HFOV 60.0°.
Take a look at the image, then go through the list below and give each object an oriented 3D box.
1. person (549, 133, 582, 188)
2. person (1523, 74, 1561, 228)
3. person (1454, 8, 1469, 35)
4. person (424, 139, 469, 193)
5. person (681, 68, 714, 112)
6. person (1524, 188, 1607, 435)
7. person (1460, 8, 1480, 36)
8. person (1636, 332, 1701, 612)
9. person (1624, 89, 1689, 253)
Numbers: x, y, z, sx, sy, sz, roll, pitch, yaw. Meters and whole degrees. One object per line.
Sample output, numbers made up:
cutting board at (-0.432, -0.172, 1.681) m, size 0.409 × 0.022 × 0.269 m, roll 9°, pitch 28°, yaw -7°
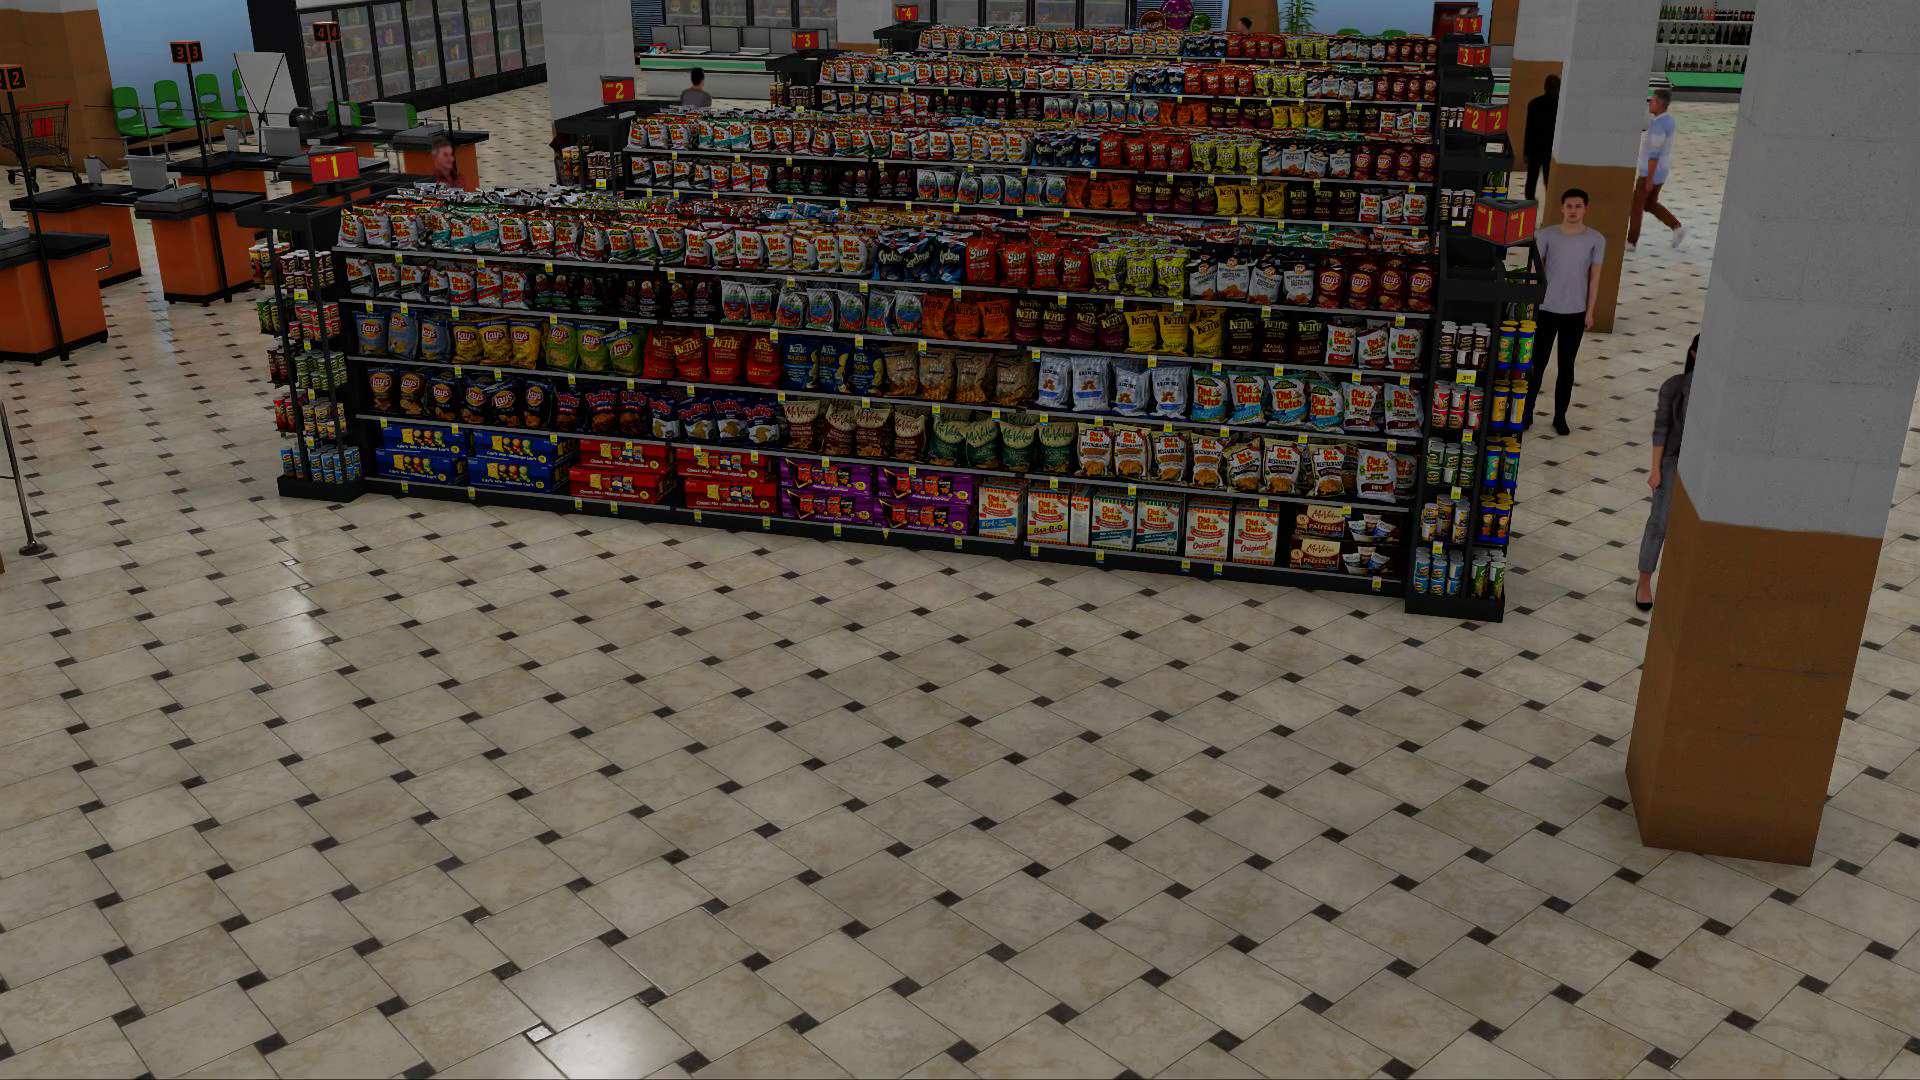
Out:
person at (-3.866, -3.269, 16.706) m, size 0.621 × 1.714 × 0.720 m, roll 16°, pitch 27°, yaw 35°
person at (7.070, -4.660, 20.059) m, size 1.071 × 1.794 × 0.828 m, roll 4°, pitch 22°, yaw 9°
person at (9.328, -9.052, 31.082) m, size 0.646 × 1.726 × 0.668 m, roll -2°, pitch 22°, yaw -6°
person at (-4.749, -2.756, 15.310) m, size 1.250 × 1.803 × 1.040 m, roll 19°, pitch 29°, yaw 39°
person at (-3.405, -5.145, 21.335) m, size 0.697 × 1.743 × 0.750 m, roll 9°, pitch 23°, yaw 20°
person at (4.596, -1.753, 12.731) m, size 0.493 × 1.864 × 0.728 m, roll 7°, pitch 23°, yaw 17°
person at (9.058, -8.667, 30.037) m, size 1.090 × 1.790 × 0.774 m, roll 2°, pitch 22°, yaw 5°
person at (4.201, -0.401, 9.614) m, size 0.613 × 1.679 × 0.738 m, roll 0°, pitch 22°, yaw 0°
person at (7.870, -4.121, 18.702) m, size 1.110 × 1.805 × 0.894 m, roll 14°, pitch 26°, yaw 30°
